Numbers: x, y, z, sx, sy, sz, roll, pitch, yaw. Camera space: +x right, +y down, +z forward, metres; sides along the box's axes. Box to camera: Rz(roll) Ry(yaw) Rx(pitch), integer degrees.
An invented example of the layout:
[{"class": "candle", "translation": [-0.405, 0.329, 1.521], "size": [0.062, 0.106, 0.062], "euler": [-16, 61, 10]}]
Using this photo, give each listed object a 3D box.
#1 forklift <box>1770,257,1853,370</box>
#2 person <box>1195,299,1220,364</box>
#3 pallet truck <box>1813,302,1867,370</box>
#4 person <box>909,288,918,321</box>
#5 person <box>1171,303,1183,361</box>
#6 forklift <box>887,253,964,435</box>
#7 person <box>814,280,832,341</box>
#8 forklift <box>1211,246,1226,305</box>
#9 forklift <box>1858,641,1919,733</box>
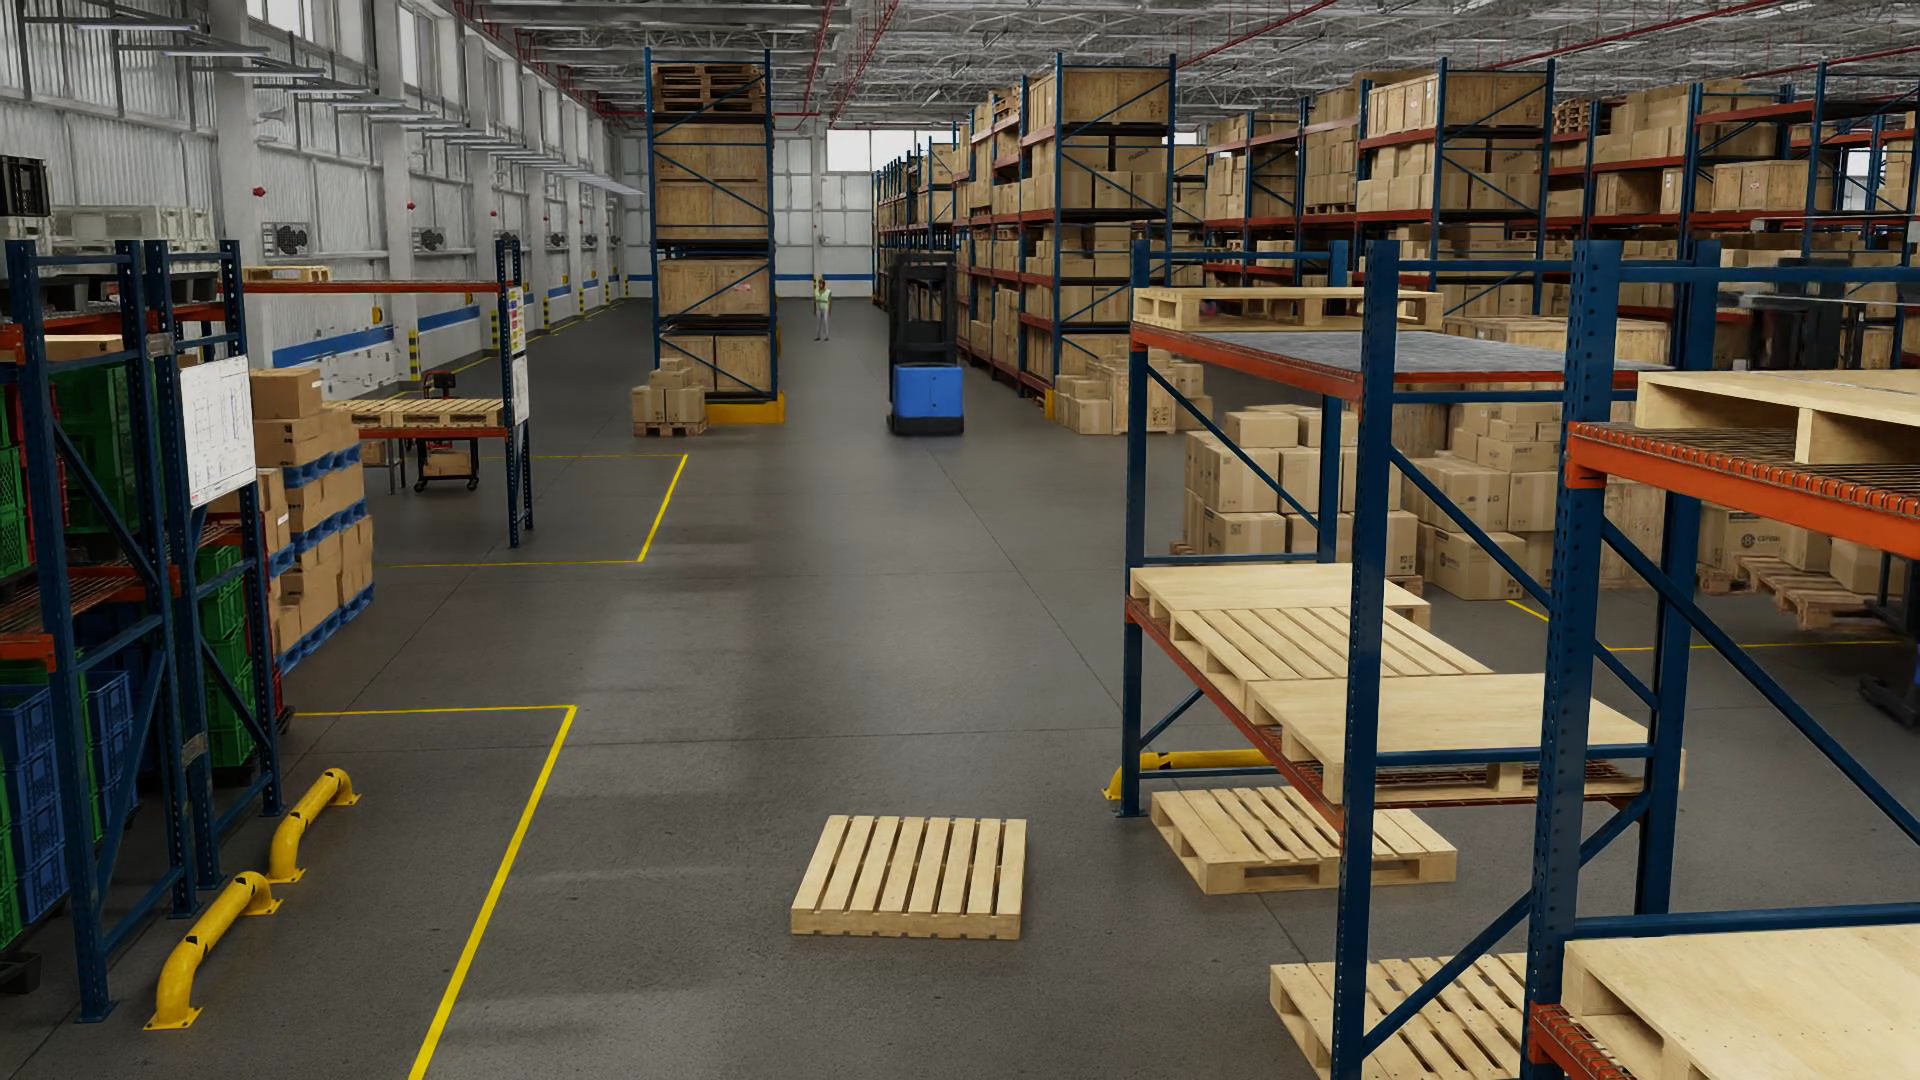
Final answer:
[{"class": "forklift", "translation": [9.869, -1.893, 19.422], "size": [1.873, 2.768, 1.129], "euler": [-1, 10, -6]}, {"class": "person", "translation": [6.086, -5.254, 41.114], "size": [0.688, 1.791, 0.921], "euler": [-6, 12, -31]}, {"class": "pallet truck", "translation": [15.846, -3.142, 28.793], "size": [1.885, 1.965, 0.823], "euler": [2, 10, 12]}, {"class": "person", "translation": [-1.488, -6.689, 49.509], "size": [0.632, 1.607, 0.513], "euler": [9, 13, 40]}, {"class": "person", "translation": [5.461, -5.248, 41.579], "size": [0.539, 1.587, 0.883], "euler": [1, 10, 3]}, {"class": "forklift", "translation": [-0.552, -3.135, 26.305], "size": [1.129, 2.768, 1.873], "euler": [-1, 10, -6]}, {"class": "person", "translation": [-4.153, -6.954, 50.351], "size": [0.563, 1.839, 0.393], "euler": [3, 11, 17]}, {"class": "forklift", "translation": [8.989, -9.341, 60.690], "size": [1.129, 2.768, 1.873], "euler": [-1, 10, -6]}, {"class": "forklift", "translation": [6.370, -0.166, 9.855], "size": [1.129, 2.768, 1.873], "euler": [2, 10, 11]}]
